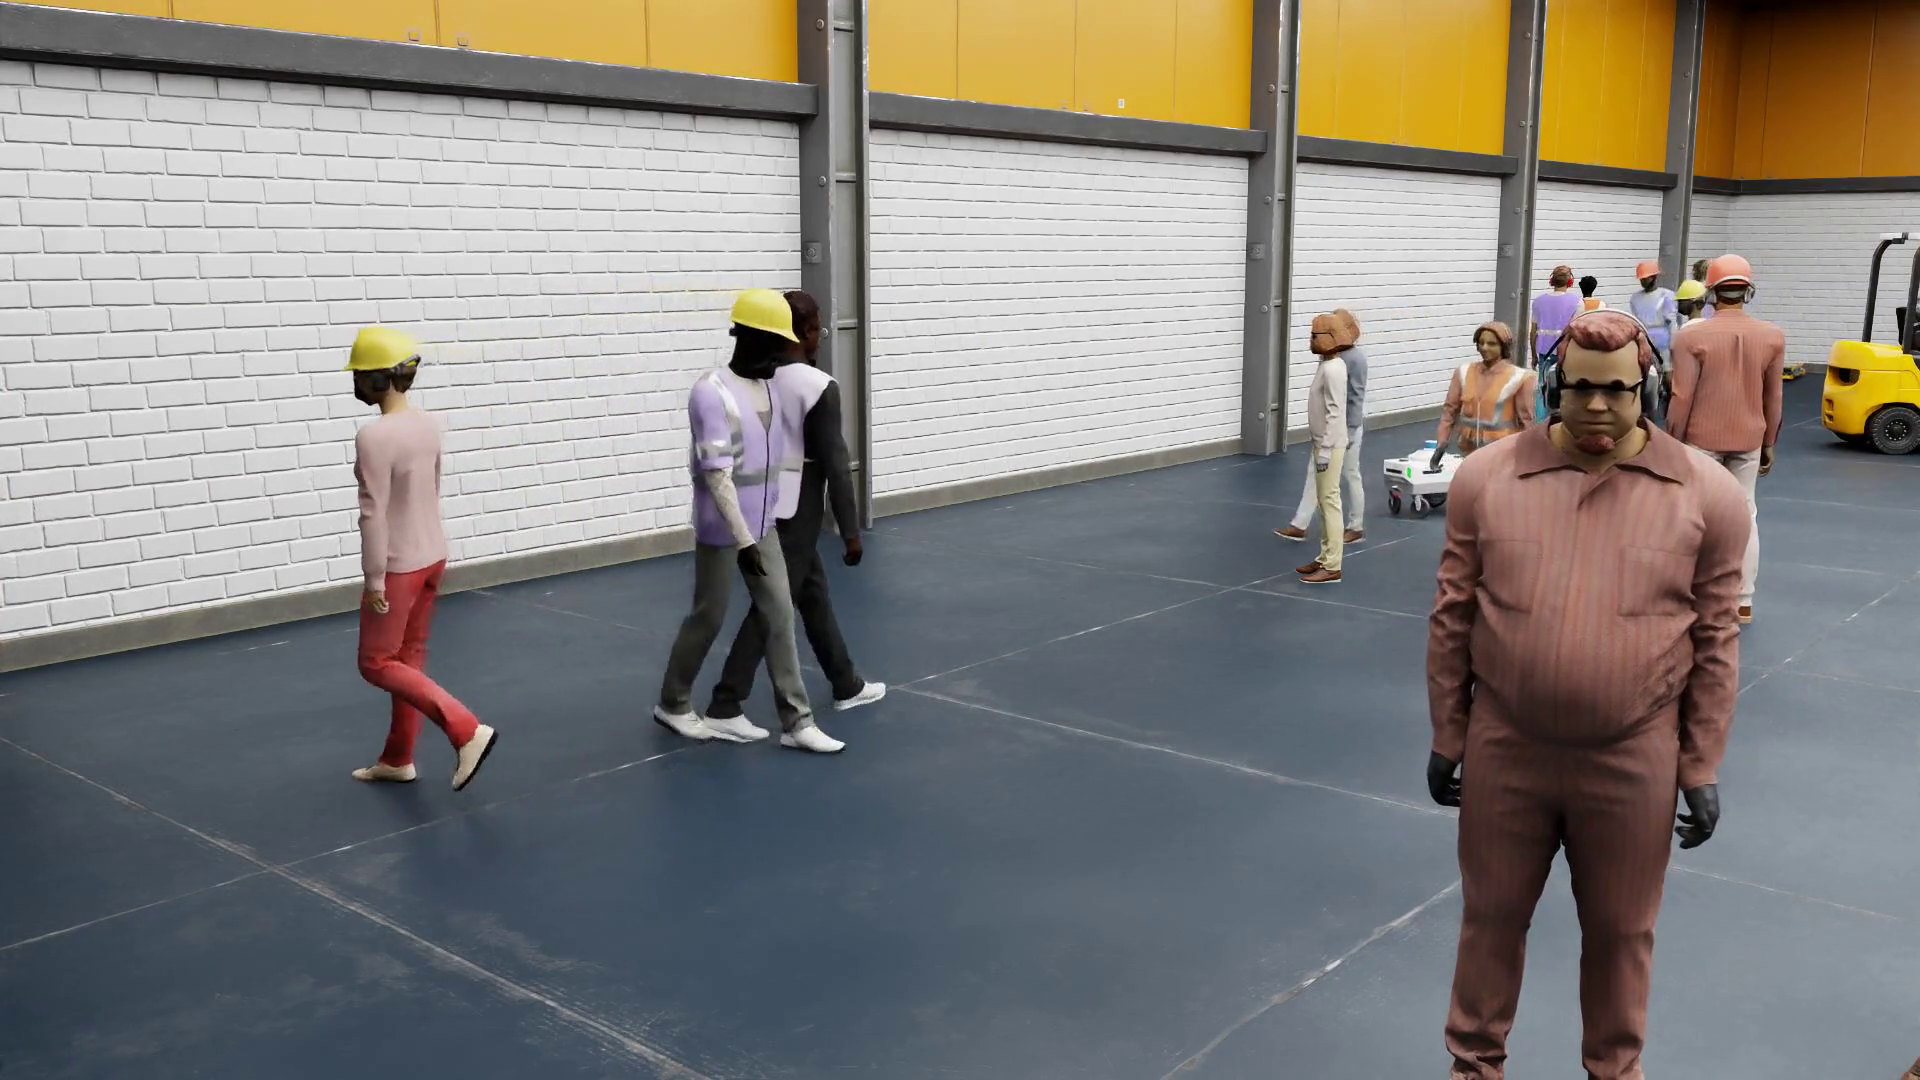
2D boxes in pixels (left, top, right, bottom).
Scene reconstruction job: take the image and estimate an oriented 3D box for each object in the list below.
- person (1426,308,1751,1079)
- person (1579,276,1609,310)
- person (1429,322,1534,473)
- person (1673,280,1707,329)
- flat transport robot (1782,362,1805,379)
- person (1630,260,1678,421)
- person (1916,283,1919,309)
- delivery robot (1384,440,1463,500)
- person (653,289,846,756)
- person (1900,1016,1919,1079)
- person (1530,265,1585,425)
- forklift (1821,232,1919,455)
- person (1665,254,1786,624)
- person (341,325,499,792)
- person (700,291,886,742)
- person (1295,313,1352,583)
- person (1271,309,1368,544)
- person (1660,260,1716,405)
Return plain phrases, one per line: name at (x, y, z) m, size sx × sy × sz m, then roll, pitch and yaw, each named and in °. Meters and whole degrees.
person at (1.327, 0.456, 3.609) m, size 0.639 × 1.903 × 0.409 m, roll 4°, pitch 11°, yaw 23°
person at (7.709, -2.407, 20.517) m, size 0.532 × 1.691 × 0.321 m, roll 3°, pitch 10°, yaw 14°
person at (3.061, -0.475, 9.783) m, size 0.861 × 1.595 × 0.533 m, roll -8°, pitch 13°, yaw -40°
person at (5.995, -1.251, 13.713) m, size 0.330 × 1.765 × 0.533 m, roll 8°, pitch 13°, yaw 39°
flat transport robot at (12.725, -2.655, 25.959) m, size 0.652 × 0.197 × 1.431 m, roll 7°, pitch 12°, yaw 34°
person at (8.101, -2.300, 19.335) m, size 0.835 × 1.896 × 0.587 m, roll -8°, pitch 13°, yaw -39°
person at (10.472, -2.048, 18.152) m, size 0.947 × 1.794 × 0.538 m, roll -2°, pitch 10°, yaw -14°
delivery robot at (3.593, -0.518, 12.713) m, size 0.707 × 0.478 × 0.477 m, roll -5°, pitch 11°, yaw -24°
person at (-0.904, -0.072, 6.726) m, size 0.909 × 1.873 × 0.578 m, roll 6°, pitch 12°, yaw 30°
person at (2.485, 0.552, 3.815) m, size 0.500 × 1.633 × 0.286 m, roll 8°, pitch 13°, yaw 40°
person at (6.125, -1.886, 17.086) m, size 0.378 × 1.848 × 0.569 m, roll -9°, pitch 14°, yaw -42°
forklift at (9.955, -1.972, 16.595) m, size 2.313 × 2.155 × 1.214 m, roll 1°, pitch 10°, yaw 8°
person at (4.102, -0.535, 8.987) m, size 0.621 × 1.989 × 0.398 m, roll 0°, pitch 10°, yaw -3°
person at (-2.029, 0.089, 6.129) m, size 0.618 × 1.753 × 0.547 m, roll 2°, pitch 10°, yaw 10°
person at (-0.714, -0.109, 6.991) m, size 0.617 × 1.860 × 1.059 m, roll 10°, pitch 14°, yaw 44°
person at (2.219, -0.555, 10.125) m, size 0.279 × 1.633 × 0.500 m, roll 1°, pitch 10°, yaw 8°
person at (2.500, -0.755, 11.299) m, size 0.682 × 1.604 × 0.526 m, roll -5°, pitch 11°, yaw -26°
person at (9.459, -2.630, 21.257) m, size 0.644 × 1.885 × 1.045 m, roll -7°, pitch 12°, yaw -34°
